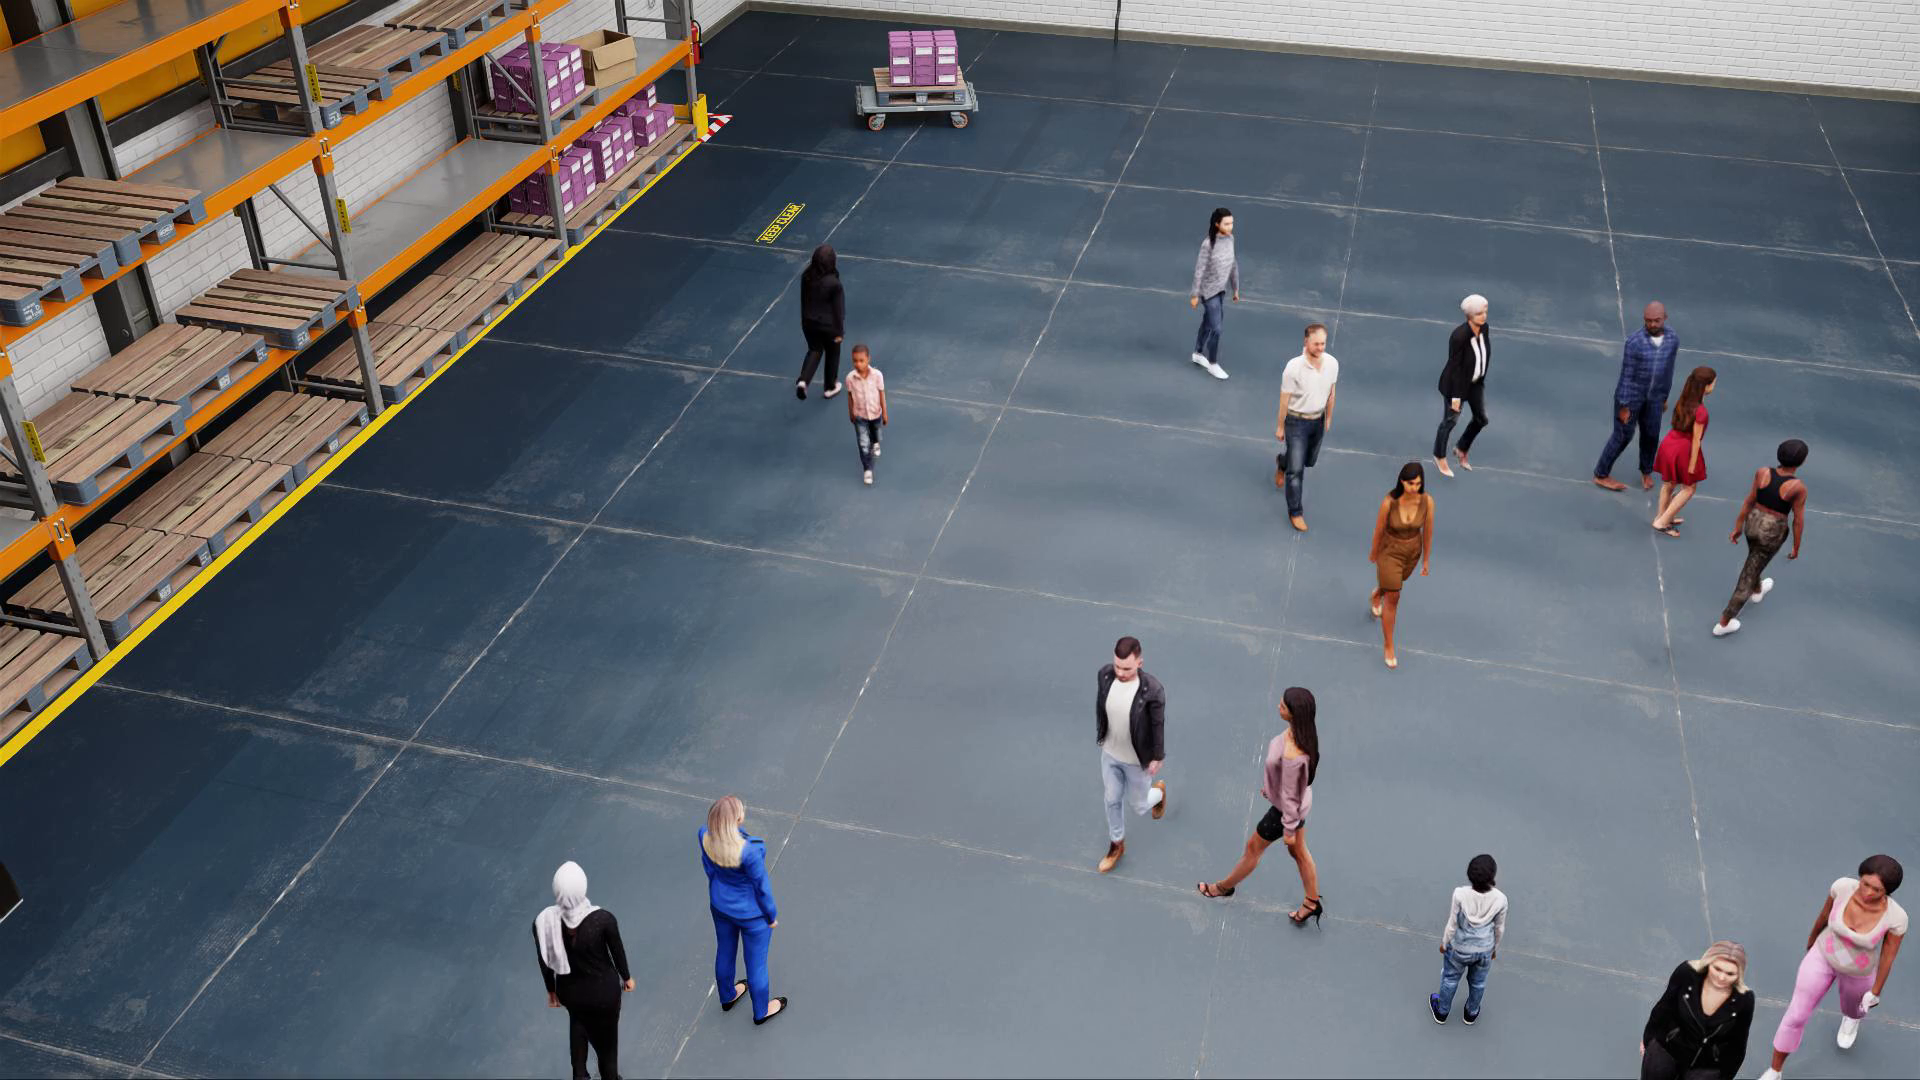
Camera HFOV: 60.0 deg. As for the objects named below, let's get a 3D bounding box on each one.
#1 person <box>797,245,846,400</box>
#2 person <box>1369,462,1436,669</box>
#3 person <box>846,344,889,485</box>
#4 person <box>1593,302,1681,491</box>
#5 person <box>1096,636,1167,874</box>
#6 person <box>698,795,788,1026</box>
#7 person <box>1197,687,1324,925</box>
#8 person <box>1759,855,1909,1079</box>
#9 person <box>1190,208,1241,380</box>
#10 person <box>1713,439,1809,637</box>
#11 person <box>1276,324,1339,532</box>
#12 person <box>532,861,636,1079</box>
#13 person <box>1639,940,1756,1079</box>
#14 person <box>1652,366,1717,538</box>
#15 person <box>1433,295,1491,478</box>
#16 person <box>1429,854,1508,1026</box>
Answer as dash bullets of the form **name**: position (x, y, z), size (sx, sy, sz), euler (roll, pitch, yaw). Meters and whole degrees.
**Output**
- **person**: position (-1.350, -2.013, 15.877), size (0.744, 1.597, 0.919), euler (15, 36, 21)
- **person**: position (3.323, 0.082, 12.681), size (0.829, 1.646, 1.132), euler (-4, 34, -6)
- **person**: position (-0.829, -1.180, 14.900), size (0.699, 1.291, 0.901), euler (-4, 34, -5)
- **person**: position (5.906, -1.278, 14.599), size (0.840, 1.787, 0.834), euler (-11, 35, -16)
- **person**: position (1.119, 1.315, 10.673), size (0.869, 1.816, 1.024), euler (21, 39, 28)
- **person**: position (-1.273, 2.120, 9.565), size (0.676, 1.701, 0.649), euler (19, 38, 26)
- **person**: position (2.092, 1.679, 10.160), size (0.780, 1.776, 0.994), euler (12, 36, 18)
- **person**: position (4.937, 2.346, 9.230), size (1.245, 1.695, 1.027), euler (-28, 42, -35)
- **person**: position (2.453, -2.503, 16.506), size (0.880, 1.716, 0.923), euler (-25, 41, -33)
- **person**: position (6.111, 0.012, 12.770), size (1.136, 1.665, 1.035), euler (-21, 39, -28)
- **person**: position (2.904, -1.045, 14.205), size (0.982, 1.836, 1.177), euler (-7, 34, -11)
- **person**: position (-2.005, 2.504, 8.926), size (0.683, 1.769, 0.720), euler (1, 34, 2)
- **person**: position (3.847, 2.664, 8.766), size (0.712, 1.680, 0.749), euler (18, 38, 25)
- **person**: position (6.041, -0.761, 14.041), size (0.761, 1.544, 0.705), euler (-5, 34, -7)
- **person**: position (4.405, -1.372, 14.608), size (0.862, 1.771, 0.829), euler (-17, 37, -23)
- **person**: position (2.960, 2.326, 9.655), size (0.498, 1.259, 0.508), euler (4, 34, 6)
